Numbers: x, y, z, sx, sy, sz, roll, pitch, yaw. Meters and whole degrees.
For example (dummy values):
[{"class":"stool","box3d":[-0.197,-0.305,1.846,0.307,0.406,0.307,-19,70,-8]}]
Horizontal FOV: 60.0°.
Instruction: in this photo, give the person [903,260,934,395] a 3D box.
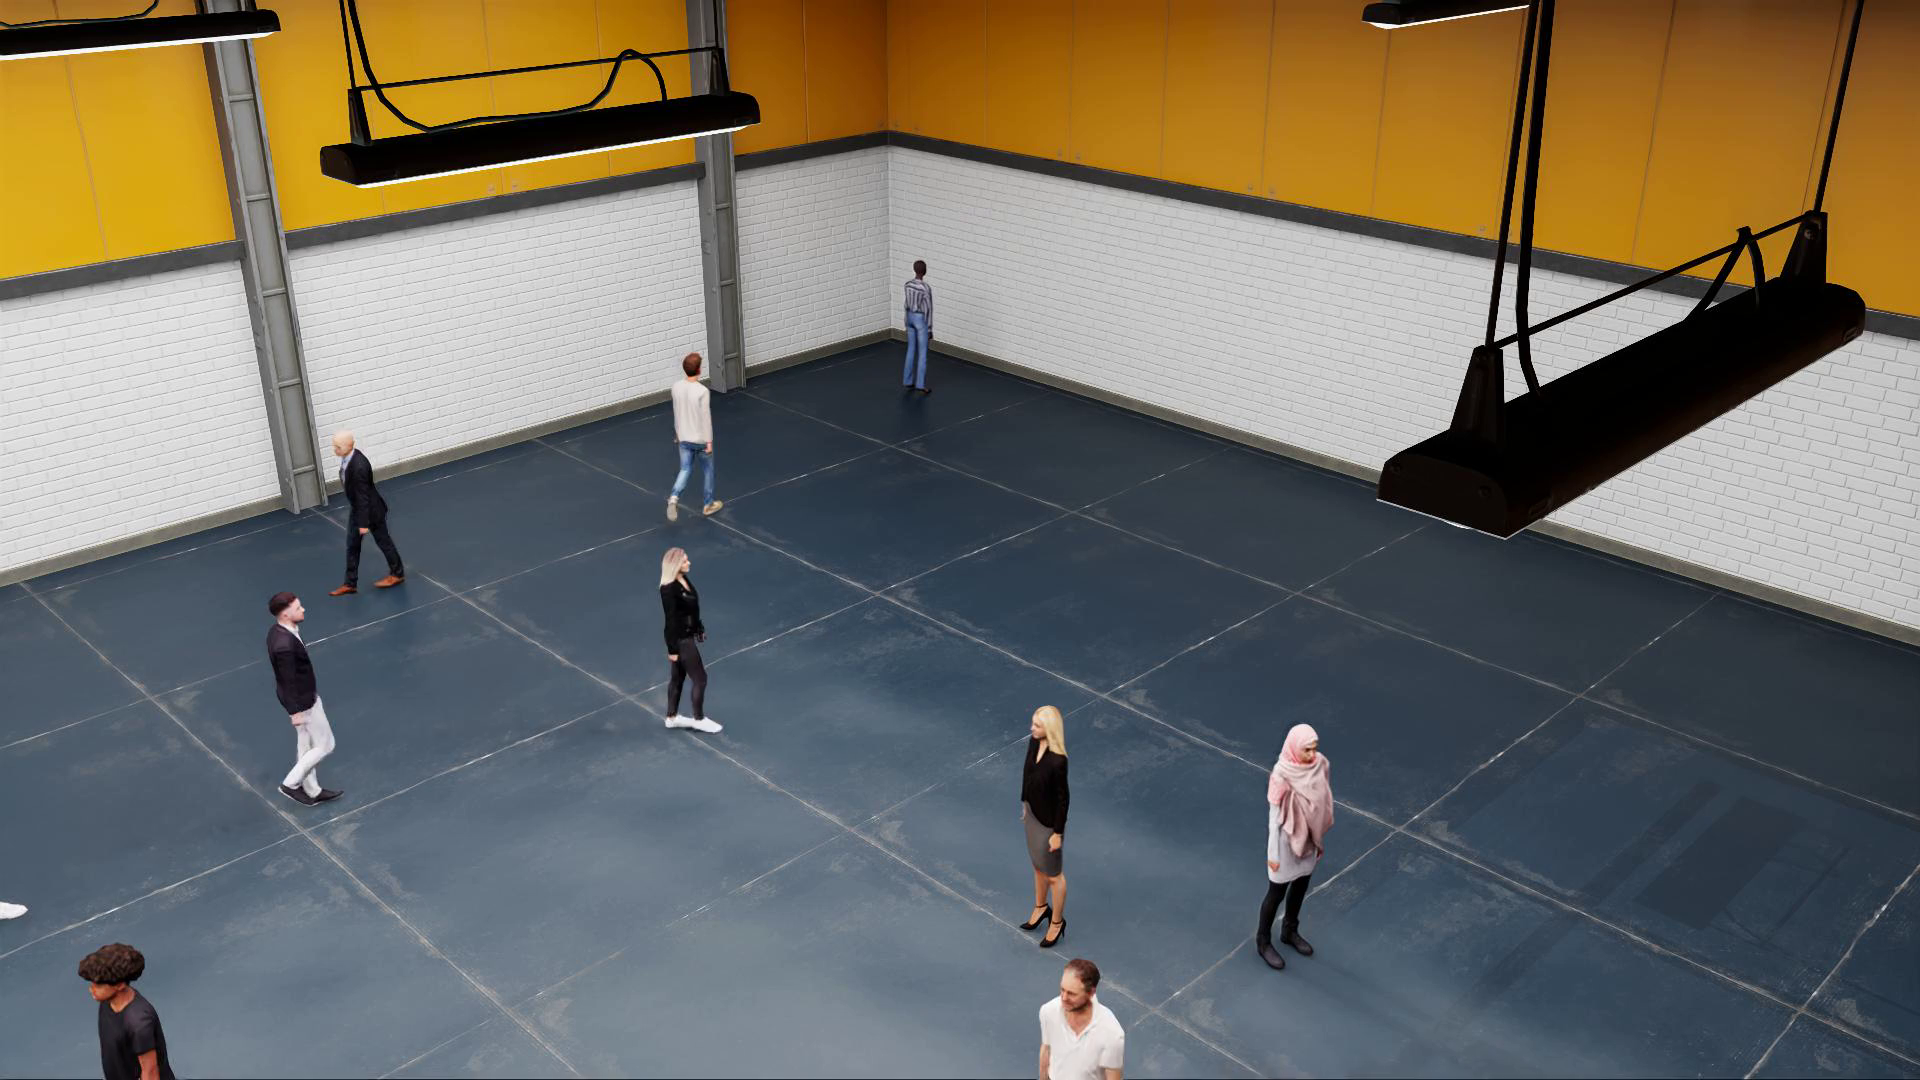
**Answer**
[{"class":"person","box3d":[-0.561,-2.847,22.230,0.559,1.787,0.627,-22,32,-40]}]

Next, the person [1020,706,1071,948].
[{"class":"person","box3d":[0.583,1.928,11.237,0.643,1.842,0.665,-12,26,-25]}]

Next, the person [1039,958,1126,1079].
[{"class":"person","box3d":[0.700,2.964,8.873,0.717,1.837,0.955,19,30,36]}]

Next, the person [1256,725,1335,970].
[{"class":"person","box3d":[2.221,2.020,11.079,0.580,1.800,0.722,-15,28,-30]}]

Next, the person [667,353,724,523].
[{"class":"person","box3d":[-2.933,-1.073,18.059,0.925,1.877,1.181,10,26,22]}]

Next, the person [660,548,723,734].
[{"class":"person","box3d":[-2.427,0.845,13.925,0.899,1.673,0.840,1,24,2]}]

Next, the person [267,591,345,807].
[{"class":"person","box3d":[-5.167,1.259,12.775,0.807,1.835,0.784,-11,26,-24]}]

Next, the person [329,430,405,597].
[{"class":"person","box3d":[-5.810,-0.299,16.450,0.983,1.747,0.663,-18,29,-35]}]

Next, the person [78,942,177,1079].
[{"class":"person","box3d":[-4.379,2.926,9.059,0.726,1.757,1.112,17,29,34]}]
